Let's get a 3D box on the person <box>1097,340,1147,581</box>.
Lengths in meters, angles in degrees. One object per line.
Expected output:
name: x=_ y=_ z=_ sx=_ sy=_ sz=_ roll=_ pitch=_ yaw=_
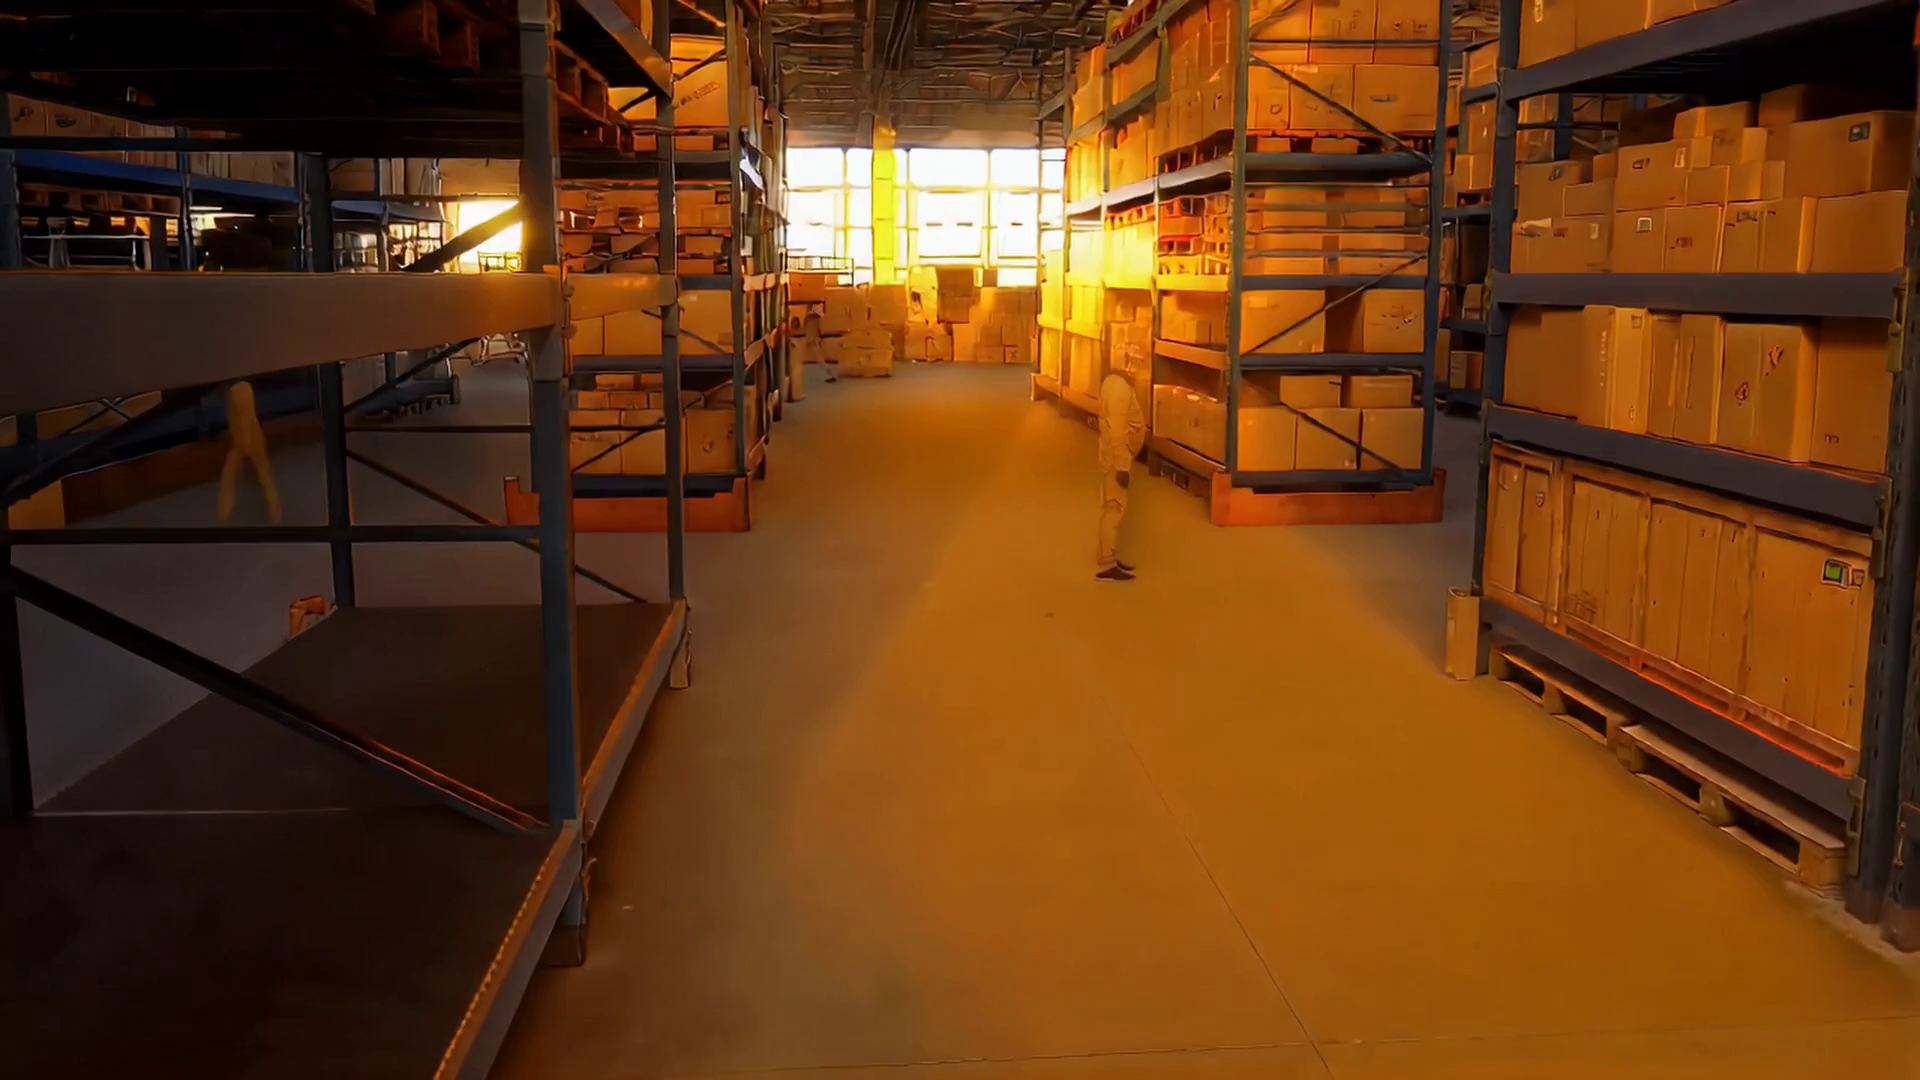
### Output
person: x=1.282 y=-0.635 z=13.190 sx=0.395 sy=1.904 sz=0.665 roll=1 pitch=9 yaw=4

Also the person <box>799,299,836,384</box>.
person: x=-3.232 y=-4.383 z=36.794 sx=1.029 sy=1.893 sz=0.639 roll=-4 pitch=10 yaw=-25

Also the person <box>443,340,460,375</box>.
person: x=-12.363 y=-4.975 z=40.231 sx=0.614 sy=1.963 sz=0.362 roll=2 pitch=9 yaw=15

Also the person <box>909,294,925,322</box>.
person: x=-1.287 y=-6.520 z=50.347 sx=0.430 sy=1.837 sz=0.650 roll=6 pitch=11 yaw=33

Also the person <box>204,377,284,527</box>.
person: x=-6.655 y=-0.876 z=15.240 sx=0.856 sy=1.720 sz=0.554 roll=-1 pitch=9 yaw=-6
